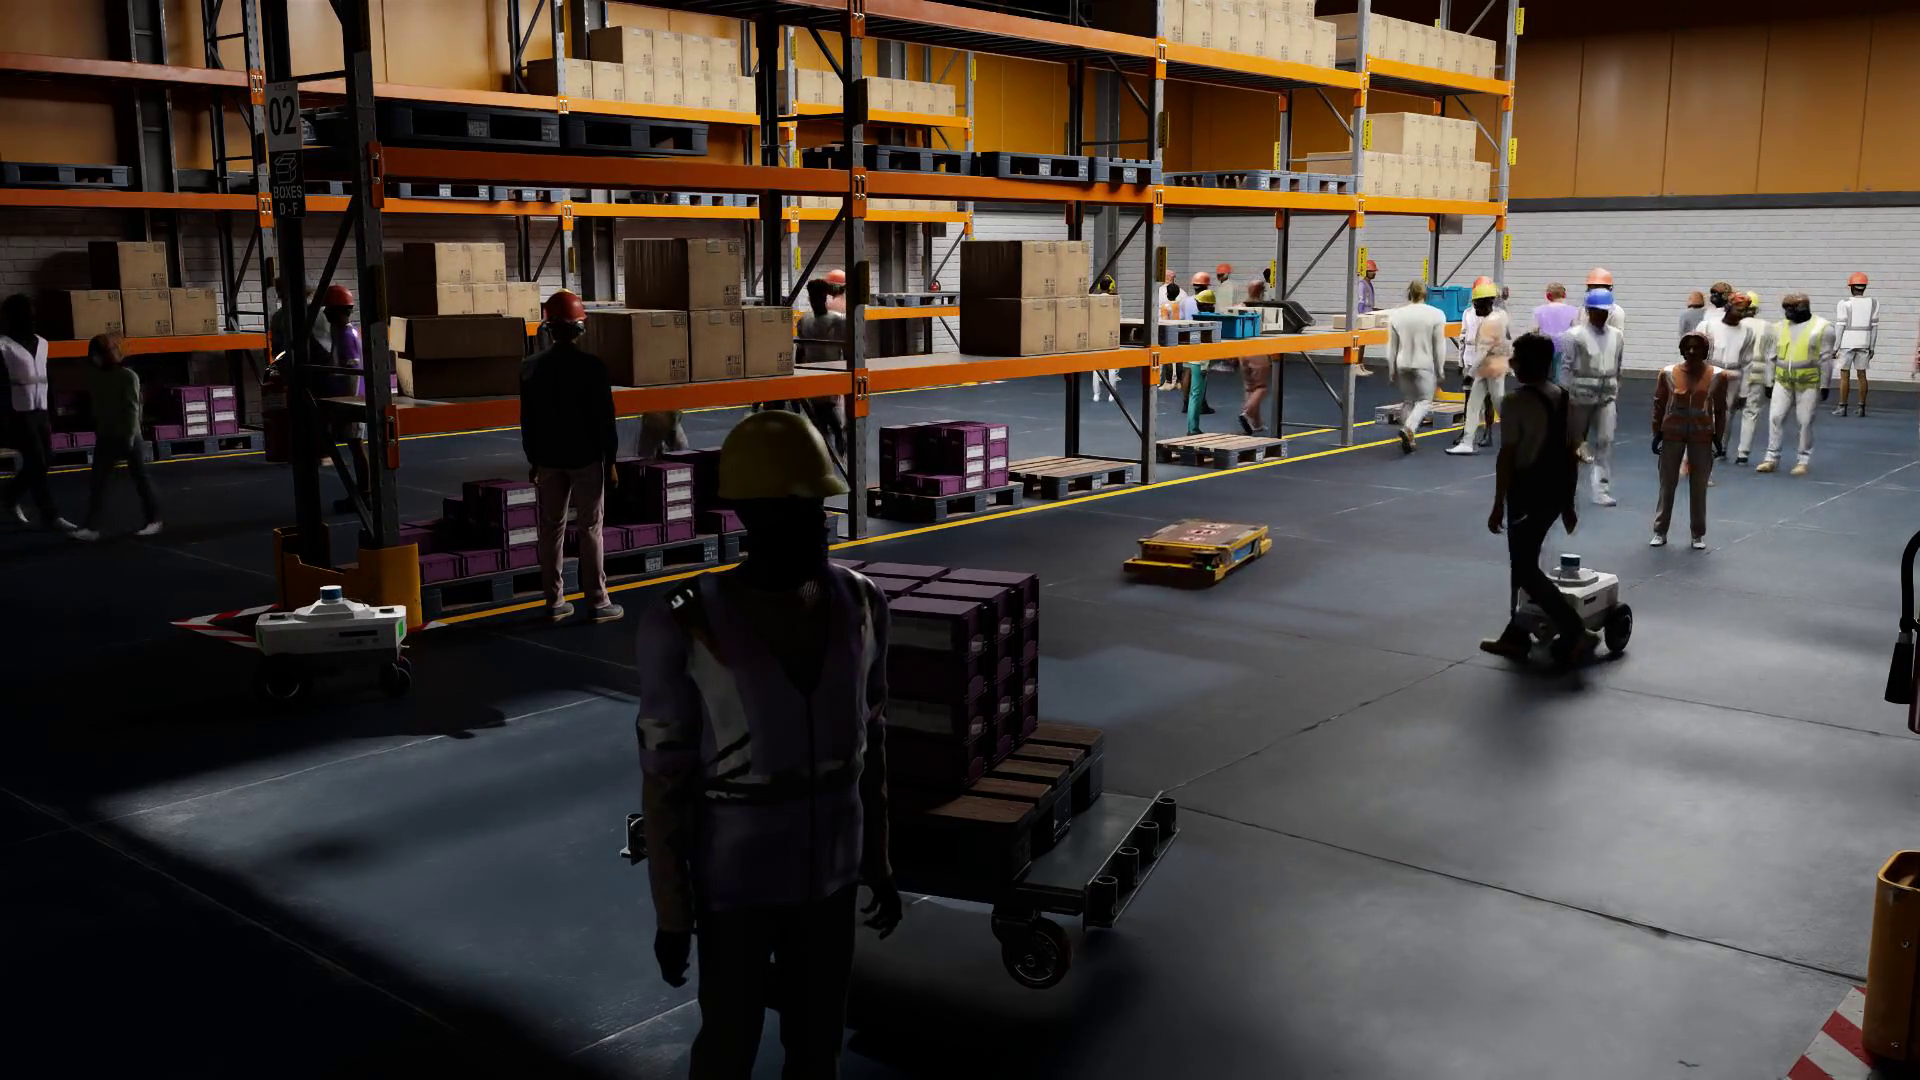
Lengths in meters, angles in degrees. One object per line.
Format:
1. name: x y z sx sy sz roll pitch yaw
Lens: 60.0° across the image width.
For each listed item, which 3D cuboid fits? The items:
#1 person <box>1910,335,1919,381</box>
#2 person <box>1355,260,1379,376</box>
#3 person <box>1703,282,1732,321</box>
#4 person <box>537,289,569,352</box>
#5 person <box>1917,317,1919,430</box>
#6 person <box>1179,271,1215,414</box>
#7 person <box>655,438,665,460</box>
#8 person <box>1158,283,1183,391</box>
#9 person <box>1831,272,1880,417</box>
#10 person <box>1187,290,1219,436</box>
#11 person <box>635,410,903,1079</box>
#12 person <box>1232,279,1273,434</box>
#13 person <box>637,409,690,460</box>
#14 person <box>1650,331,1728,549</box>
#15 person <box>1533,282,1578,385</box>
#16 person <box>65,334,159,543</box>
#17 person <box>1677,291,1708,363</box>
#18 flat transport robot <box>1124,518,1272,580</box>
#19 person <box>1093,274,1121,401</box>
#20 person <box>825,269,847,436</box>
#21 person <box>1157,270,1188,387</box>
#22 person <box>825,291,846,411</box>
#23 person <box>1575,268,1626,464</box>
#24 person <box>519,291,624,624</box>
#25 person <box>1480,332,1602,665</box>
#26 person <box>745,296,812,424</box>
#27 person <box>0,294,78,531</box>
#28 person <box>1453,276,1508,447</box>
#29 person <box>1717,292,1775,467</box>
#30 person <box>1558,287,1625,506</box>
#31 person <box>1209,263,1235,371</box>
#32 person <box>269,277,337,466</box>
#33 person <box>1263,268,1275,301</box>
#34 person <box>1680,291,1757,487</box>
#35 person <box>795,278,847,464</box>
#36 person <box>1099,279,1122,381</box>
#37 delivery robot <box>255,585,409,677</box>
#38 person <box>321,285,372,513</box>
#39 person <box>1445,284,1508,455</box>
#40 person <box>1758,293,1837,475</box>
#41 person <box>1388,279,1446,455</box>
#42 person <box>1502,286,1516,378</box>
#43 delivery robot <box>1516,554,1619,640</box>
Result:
1. person: 11.244 -1.954 19.099 0.702 1.726 0.580 -10 14 -44
2. person: 7.173 -3.914 29.386 0.390 2.045 0.607 5 11 28
3. person: 9.218 -2.209 20.256 0.429 1.840 0.633 -1 10 -8
4. person: -4.085 -1.680 17.255 0.403 1.837 0.591 7 12 34
5. person: 11.488 -2.078 19.331 0.403 1.905 0.651 -9 13 -41
6. person: 3.257 -2.684 22.683 0.551 1.934 0.373 8 13 39
7. person: -3.249 -1.667 17.395 0.655 1.774 0.900 1 10 4
8. person: 3.355 -3.205 26.338 0.537 1.696 0.317 -9 13 -40
9. person: 11.977 -2.615 22.299 0.552 1.932 0.377 1 10 3
10. person: 2.874 -2.067 19.667 0.330 1.765 0.533 0 10 2
11. person: -0.380 0.689 3.499 0.592 1.930 0.356 -7 12 -37
12. person: 3.591 -2.231 20.273 0.664 1.890 0.768 10 14 44
13. person: -2.446 -0.951 13.836 0.510 1.584 0.904 8 13 38
14. person: 5.480 -0.752 12.530 0.519 1.640 0.307 5 11 24
15. person: 7.580 -2.358 21.158 0.599 1.822 0.451 5 11 28
16. person: -6.517 -0.773 12.774 0.515 1.587 0.843 2 10 13
17. person: 10.873 -2.871 24.619 0.514 1.621 0.435 0 10 1
18. flat transport robot: 1.721 0.050 11.861 0.652 0.197 1.431 5 11 25
19. person: 2.128 -2.974 24.541 0.514 1.867 0.332 3 10 16
20. person: -1.457 -2.258 20.081 0.370 1.996 0.622 6 12 32
21. person: 3.368 -3.424 27.034 0.653 1.894 0.401 -2 10 -12
22. person: -1.738 -2.732 23.041 0.495 1.911 0.649 -5 11 -26
23. person: 6.648 -1.823 17.464 0.357 2.047 0.615 -5 11 -27
24. person: -2.332 -0.485 9.991 0.612 1.997 0.375 3 10 15
25. person: 3.143 -0.196 8.885 0.512 1.816 0.782 -6 12 -32
26. person: -2.329 -2.264 21.097 0.851 1.655 0.532 -6 11 -29
27. person: -7.500 -1.022 13.346 0.810 1.897 0.609 2 10 10
28. person: 5.922 -2.026 18.937 0.545 1.939 0.354 9 13 41
29. person: 8.203 -1.690 17.420 0.607 1.792 0.868 4 11 21
30. person: 5.580 -1.291 14.820 0.624 1.918 0.886 -2 10 -9
31. person: 4.780 -4.061 30.407 0.553 1.972 0.656 -3 10 -15
32. person: -6.743 -1.781 17.249 0.715 2.000 0.535 -2 10 -11
33. person: 5.975 -4.339 32.293 0.328 1.874 0.521 -6 12 -32
34. person: 7.176 -1.440 15.819 0.666 1.857 0.488 1 10 4
35. person: -1.416 -1.713 17.130 0.612 1.952 0.414 6 12 32
36. person: 2.525 -3.575 28.308 0.486 1.744 0.310 3 11 19
37. delivery robot: -3.152 0.473 8.376 0.707 0.478 0.477 -3 11 -17
38. person: -5.245 -1.198 14.221 0.373 1.939 0.545 -4 11 -20
39. person: 5.785 -1.837 18.094 0.925 1.886 0.566 0 10 -2
40. person: 8.371 -1.557 16.617 0.453 1.812 0.653 -7 12 -36
41. person: 4.900 -1.853 18.002 0.641 1.919 0.619 8 13 39
42. person: 9.340 -3.554 28.614 0.879 1.593 0.521 2 10 12
43. delivery robot: 3.375 0.323 9.232 0.477 0.478 0.707 8 13 40
